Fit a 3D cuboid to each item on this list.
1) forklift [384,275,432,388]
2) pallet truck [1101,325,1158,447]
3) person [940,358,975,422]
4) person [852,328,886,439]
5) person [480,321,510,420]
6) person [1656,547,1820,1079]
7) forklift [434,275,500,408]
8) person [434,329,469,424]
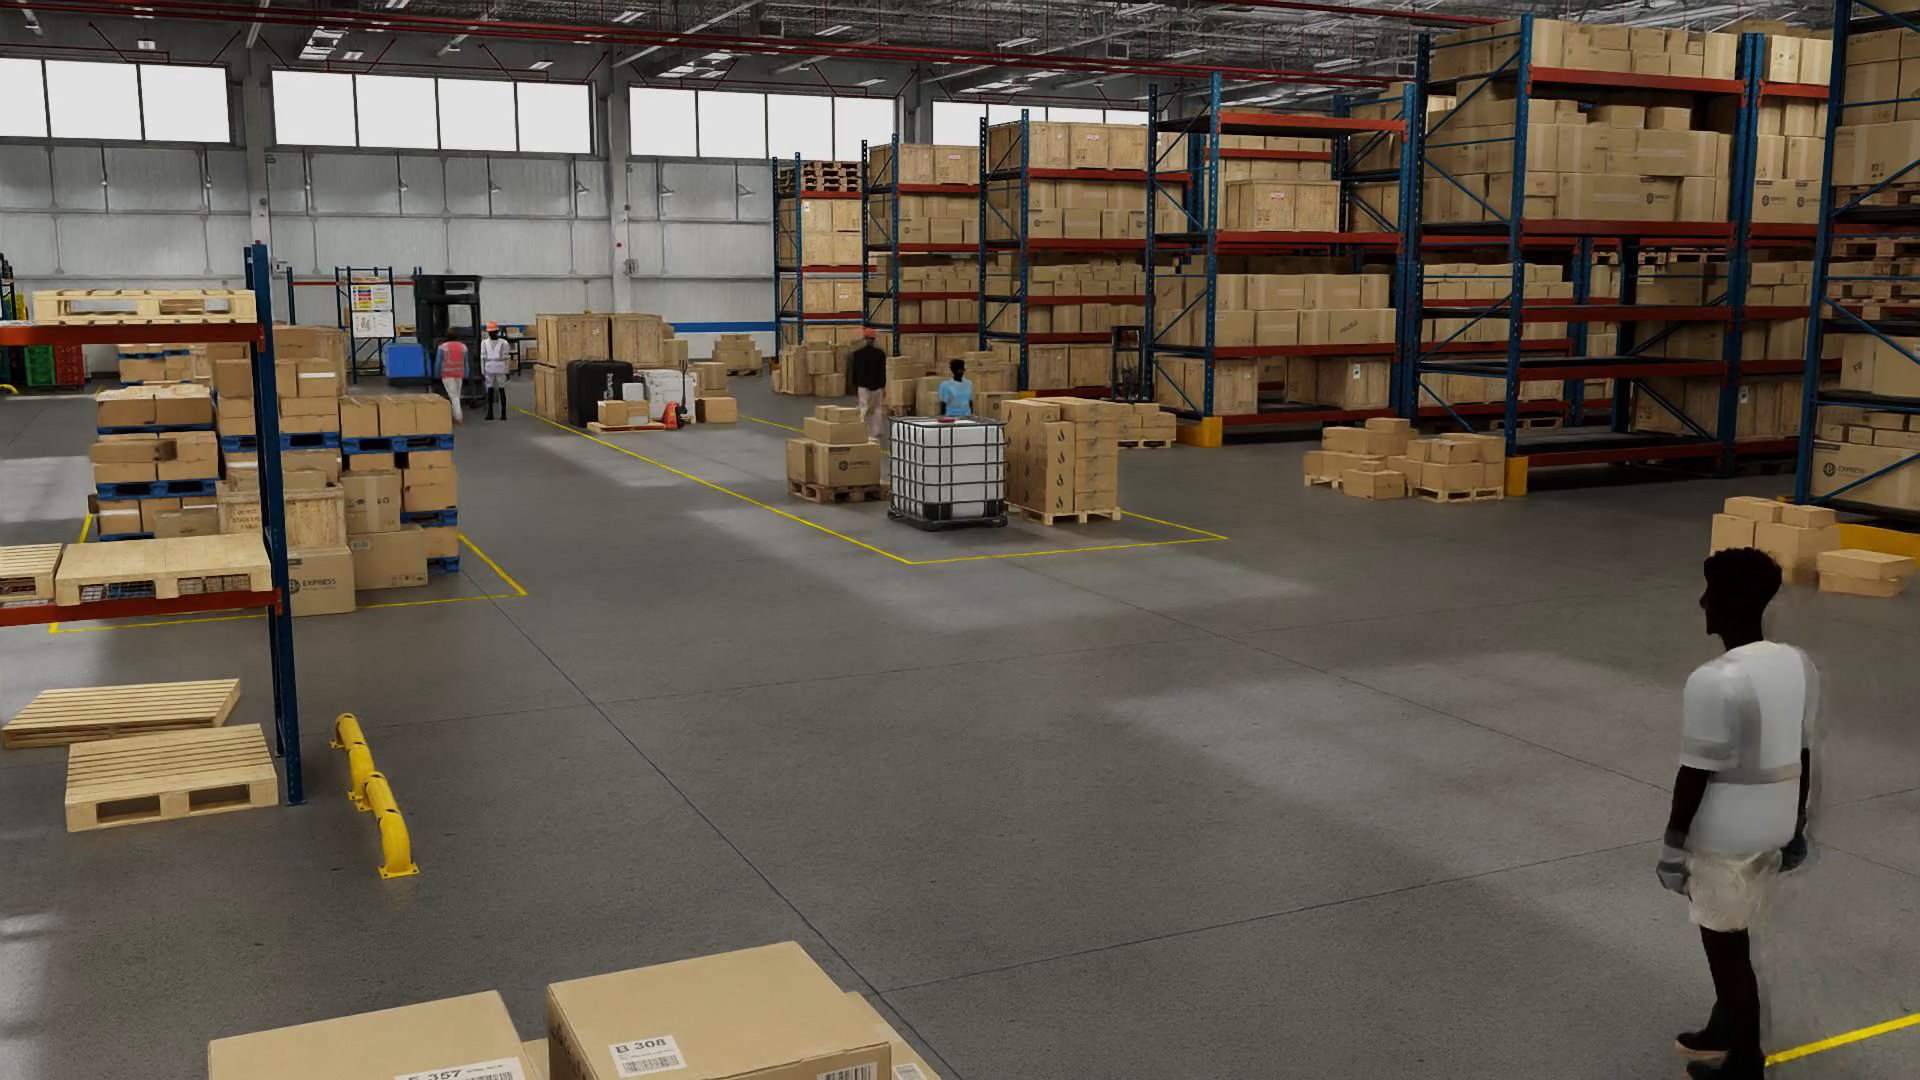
[{"bbox_3d":[-13.371,-5.218,41.460,1.873,2.768,1.129,-4,10,-25],"label":"forklift"},{"bbox_3d":[2.881,-2.596,27.923,0.823,1.965,1.885,-1,9,-7],"label":"pallet truck"},{"bbox_3d":[-0.065,-1.753,23.669,0.539,1.687,0.443,-6,11,-33],"label":"person"},{"bbox_3d":[-1.569,-2.655,28.480,0.623,1.950,0.993,2,9,11],"label":"person"},{"bbox_3d":[-9.074,-3.296,32.454,0.552,1.935,0.366,0,9,-3],"label":"person"},{"bbox_3d":[2.675,0.985,5.834,0.631,1.947,0.610,-6,11,-32],"label":"person"},{"bbox_3d":[-10.686,-4.277,35.623,1.129,2.768,1.873,0,9,2],"label":"forklift"},{"bbox_3d":[-9.712,-3.108,31.746,0.977,1.799,0.616,8,12,42],"label":"person"}]
